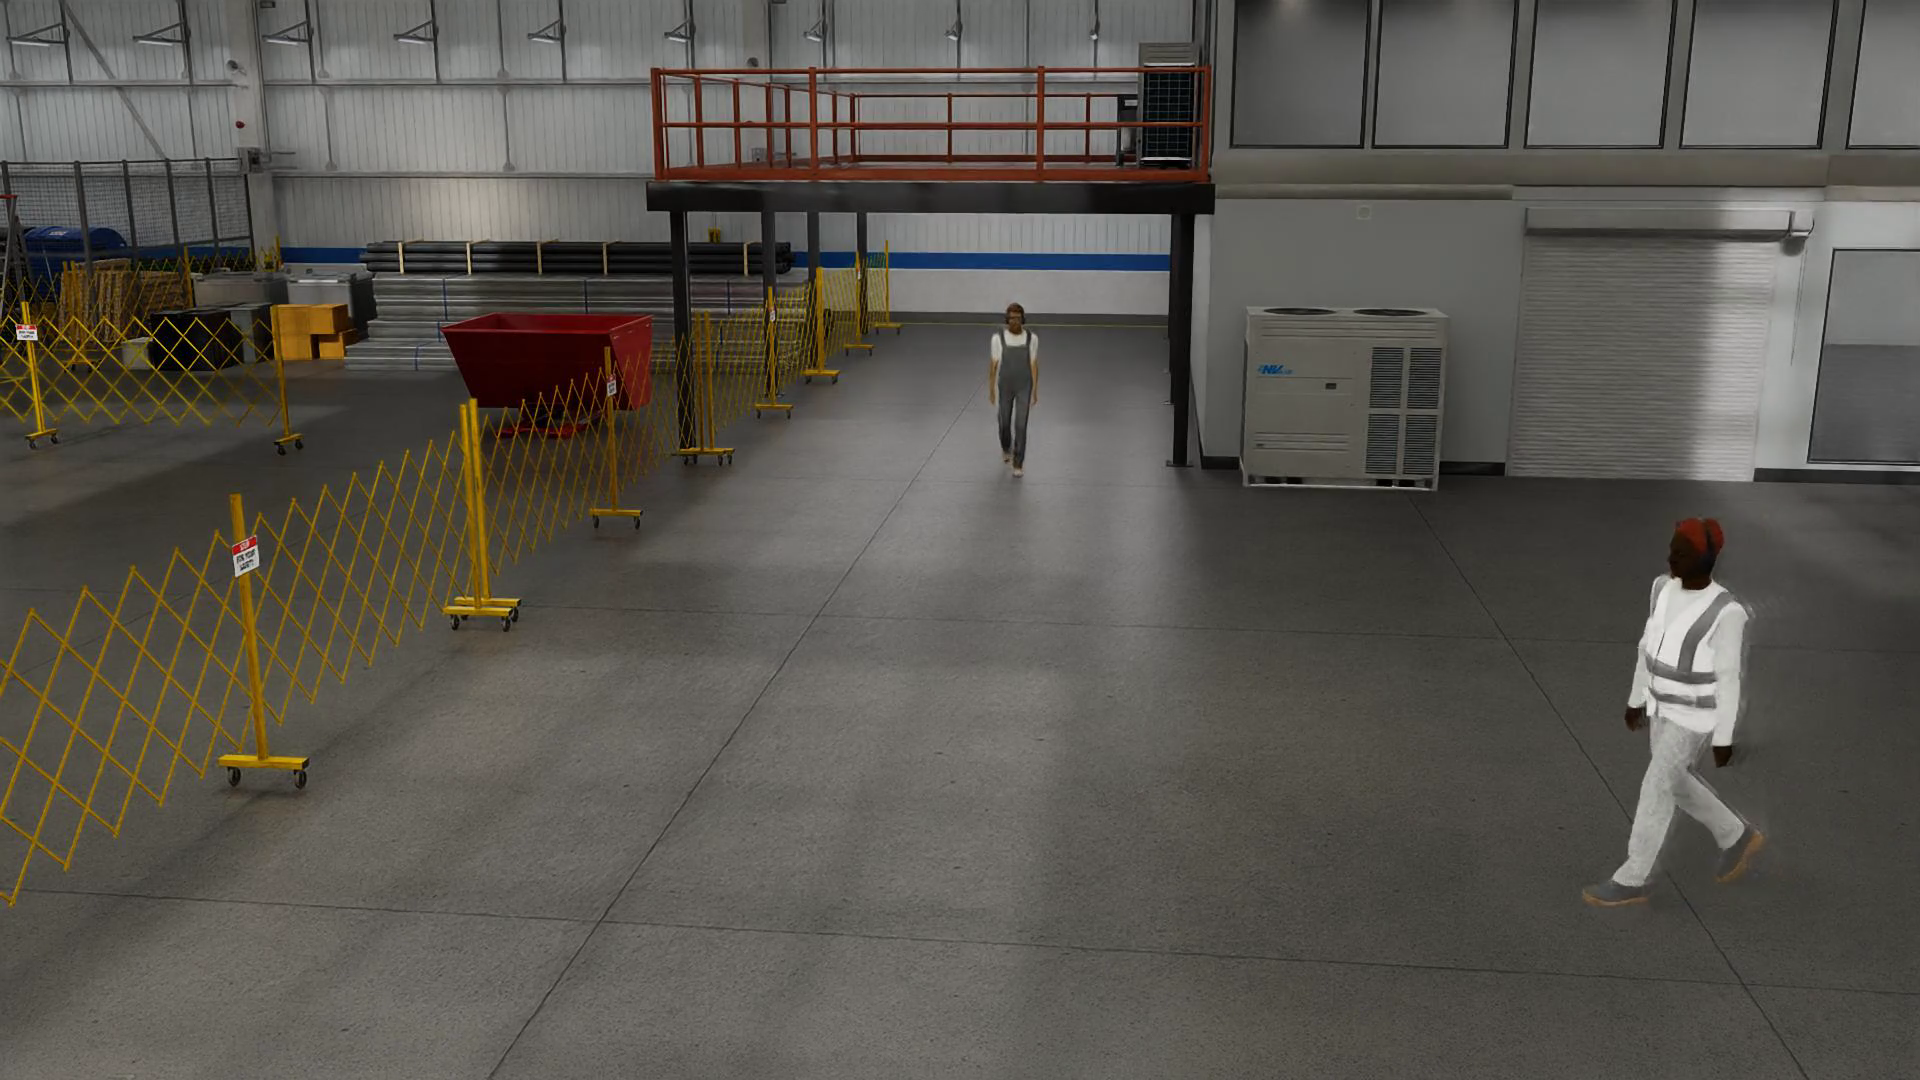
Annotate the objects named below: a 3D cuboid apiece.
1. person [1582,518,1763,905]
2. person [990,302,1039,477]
[{"bbox_3d":[3.393,0.792,7.703,0.874,1.858,0.579,-2,14,-8],"label":"person"},{"bbox_3d":[0.570,-1.602,17.544,0.506,1.830,0.609,0,14,-1],"label":"person"}]
